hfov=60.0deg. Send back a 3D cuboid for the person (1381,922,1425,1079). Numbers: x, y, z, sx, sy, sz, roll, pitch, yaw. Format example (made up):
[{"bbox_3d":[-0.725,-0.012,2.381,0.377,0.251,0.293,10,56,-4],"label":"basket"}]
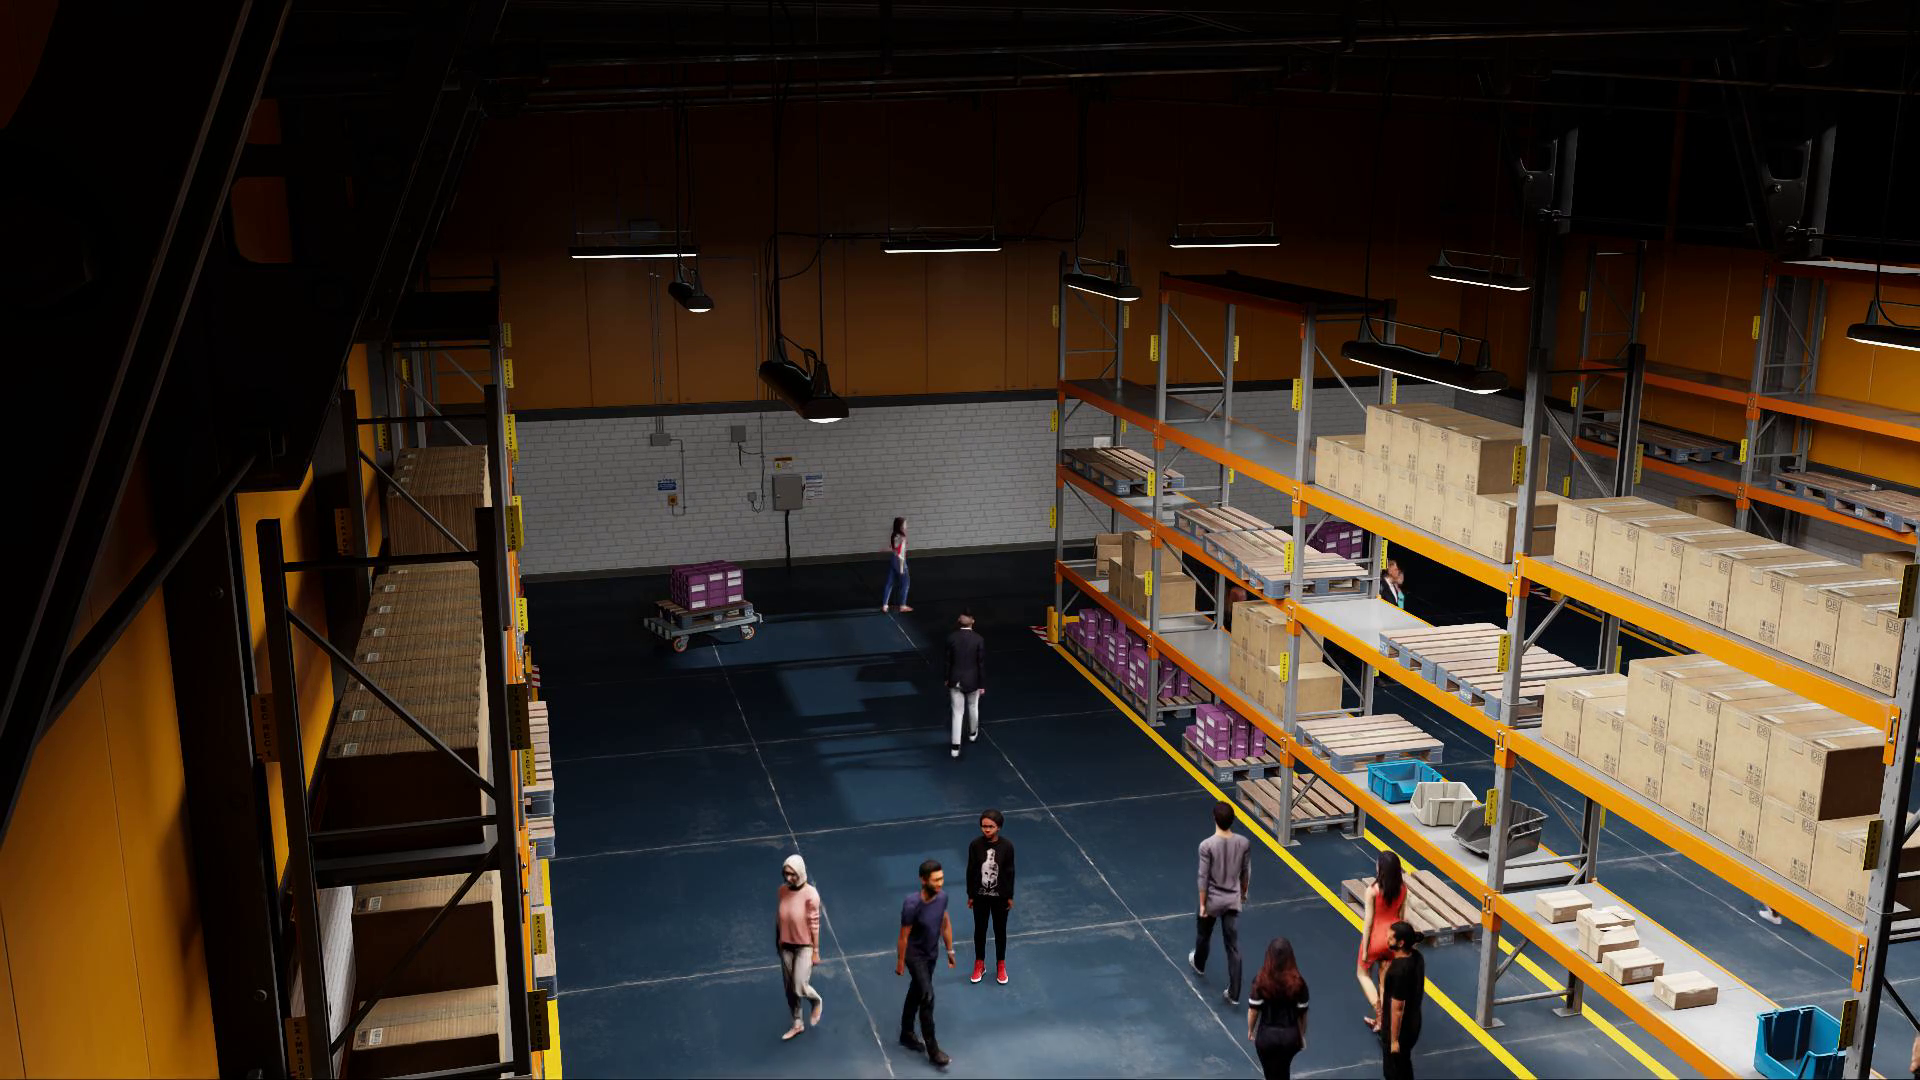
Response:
[{"bbox_3d":[3.456,3.800,13.002,0.832,1.752,0.755,8,16,30],"label":"person"}]

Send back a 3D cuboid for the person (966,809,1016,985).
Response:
[{"bbox_3d":[0.286,3.269,15.358,0.668,1.675,0.645,1,14,5],"label":"person"}]

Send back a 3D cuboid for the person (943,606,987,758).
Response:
[{"bbox_3d":[0.031,1.811,20.908,1.075,1.897,1.382,2,14,9],"label":"person"}]

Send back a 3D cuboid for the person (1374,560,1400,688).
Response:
[{"bbox_3d":[6.068,1.165,23.754,0.808,1.813,0.812,-12,18,-41],"label":"person"}]

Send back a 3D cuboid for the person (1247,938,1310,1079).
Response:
[{"bbox_3d":[2.476,3.894,12.886,0.734,1.623,0.868,0,14,1],"label":"person"}]

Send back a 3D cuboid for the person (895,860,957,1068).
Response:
[{"bbox_3d":[-0.383,3.513,14.167,1.024,1.761,0.917,11,18,39],"label":"person"}]

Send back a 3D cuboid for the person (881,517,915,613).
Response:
[{"bbox_3d":[-1.062,0.413,27.334,0.748,1.590,0.696,-8,16,-29],"label":"person"}]

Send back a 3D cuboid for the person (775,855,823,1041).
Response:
[{"bbox_3d":[-1.344,3.484,14.392,0.778,1.712,0.838,9,16,33],"label":"person"}]

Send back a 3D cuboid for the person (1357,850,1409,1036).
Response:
[{"bbox_3d":[3.680,3.507,14.307,0.586,1.707,0.687,-4,14,-17],"label":"person"}]

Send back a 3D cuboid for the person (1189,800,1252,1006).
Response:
[{"bbox_3d":[2.394,3.294,14.982,0.732,1.803,1.169,-3,14,-12],"label":"person"}]
